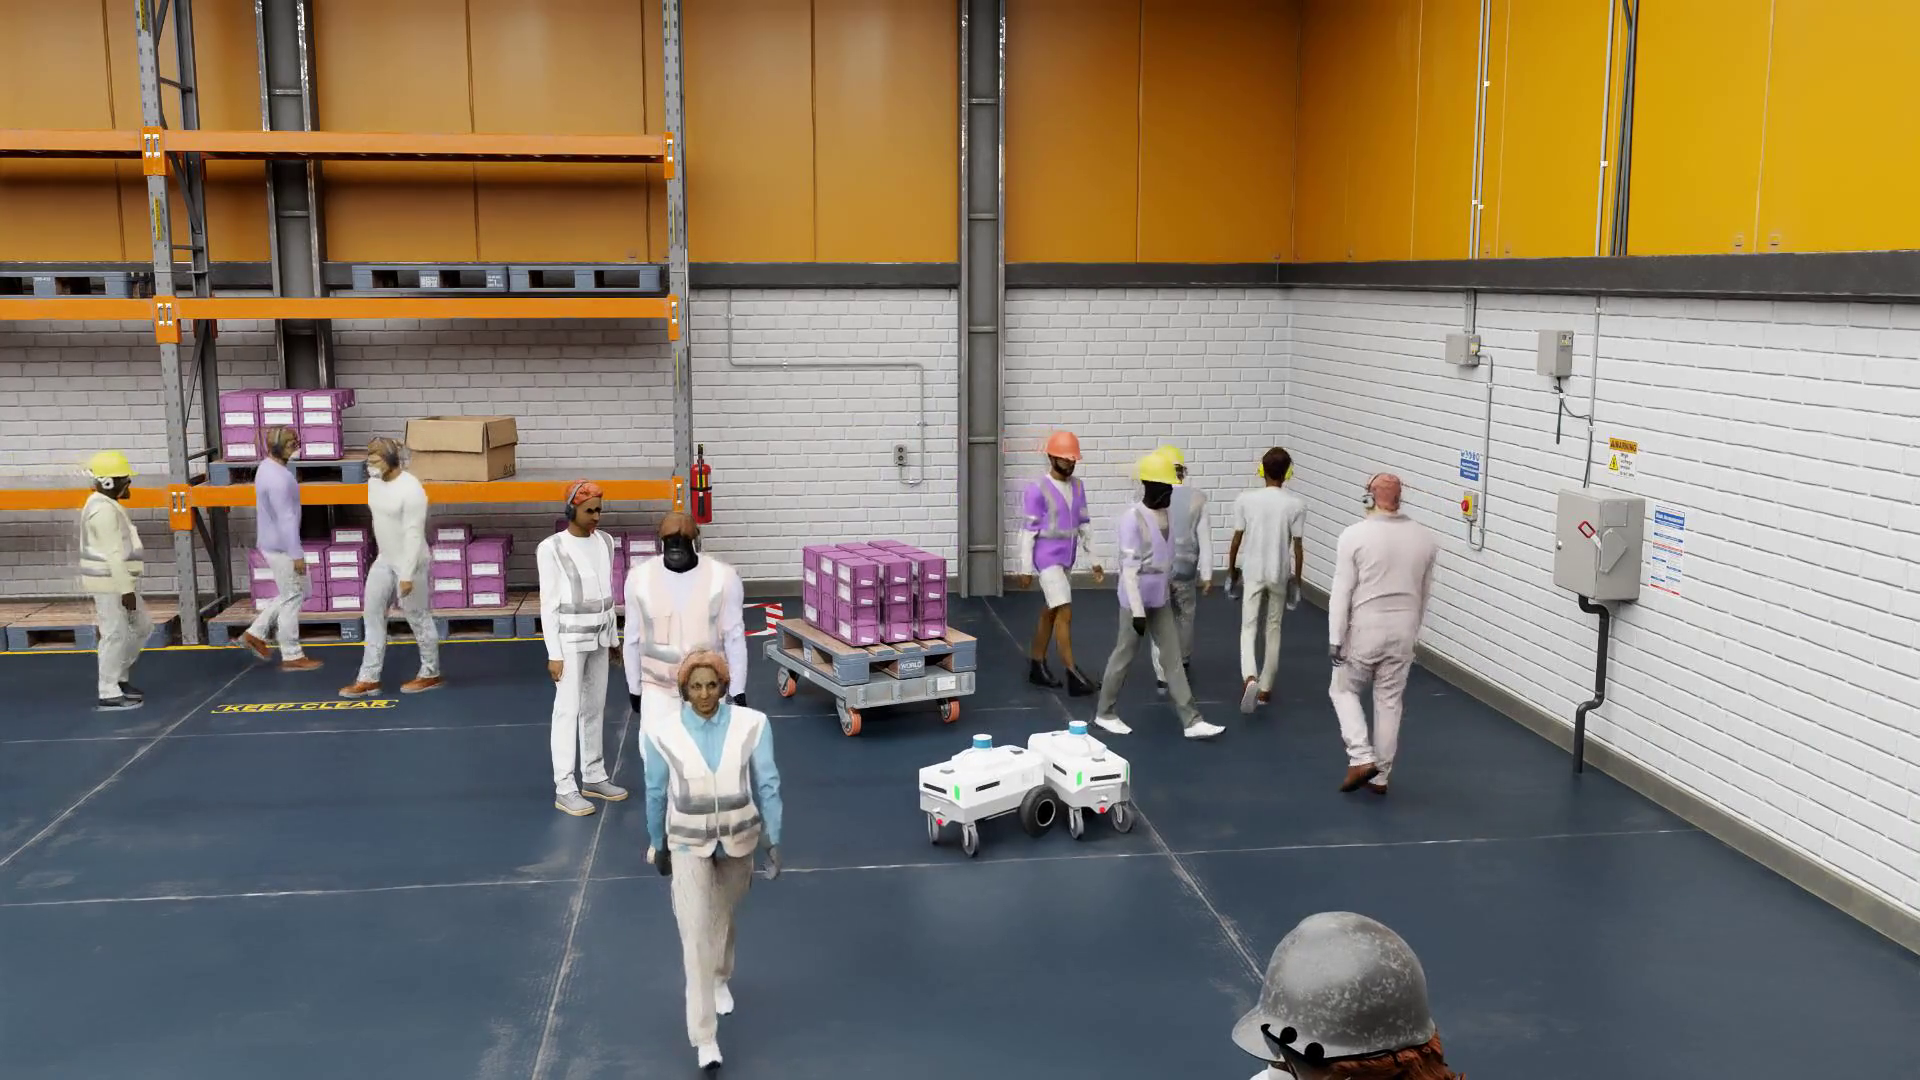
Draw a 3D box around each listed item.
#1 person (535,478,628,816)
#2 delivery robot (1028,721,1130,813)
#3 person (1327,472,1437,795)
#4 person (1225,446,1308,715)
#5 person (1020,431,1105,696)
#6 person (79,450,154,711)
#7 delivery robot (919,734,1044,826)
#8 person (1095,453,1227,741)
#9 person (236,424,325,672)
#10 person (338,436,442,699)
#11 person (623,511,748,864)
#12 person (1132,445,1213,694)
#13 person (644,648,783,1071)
[{"bbox_3d":[-2.129,0.591,9.411,0.356,1.887,0.573,5,10,28],"label":"person"},{"bbox_3d":[0.651,1.244,9.186,0.477,0.478,0.707,-4,10,-21],"label":"delivery robot"},{"bbox_3d":[2.429,0.552,9.681,0.670,1.883,0.414,-2,9,-14],"label":"person"},{"bbox_3d":[2.107,0.285,11.483,0.559,1.844,0.773,1,9,8],"label":"person"},{"bbox_3d":[0.806,0.173,11.969,0.871,1.903,0.545,8,12,40],"label":"person"},{"bbox_3d":[-5.853,0.287,11.546,0.430,1.817,0.601,-4,10,-22],"label":"person"},{"bbox_3d":[0.119,1.287,8.919,0.707,0.478,0.477,-8,12,-43],"label":"delivery robot"},{"bbox_3d":[1.265,0.377,10.776,0.927,1.873,0.603,8,12,39],"label":"person"},{"bbox_3d":[-5.145,0.074,12.555,0.503,1.916,0.640,-4,10,-24],"label":"person"},{"bbox_3d":[-4.060,0.211,11.791,0.681,1.888,0.866,7,12,38],"label":"person"},{"bbox_3d":[-1.407,0.759,8.540,0.643,1.821,0.551,-1,9,-7],"label":"person"},{"bbox_3d":[1.553,0.186,12.272,0.608,1.772,0.934,1,9,7],"label":"person"},{"bbox_3d":[-0.959,1.207,6.515,0.512,1.582,0.899,-3,10,-17],"label":"person"}]
